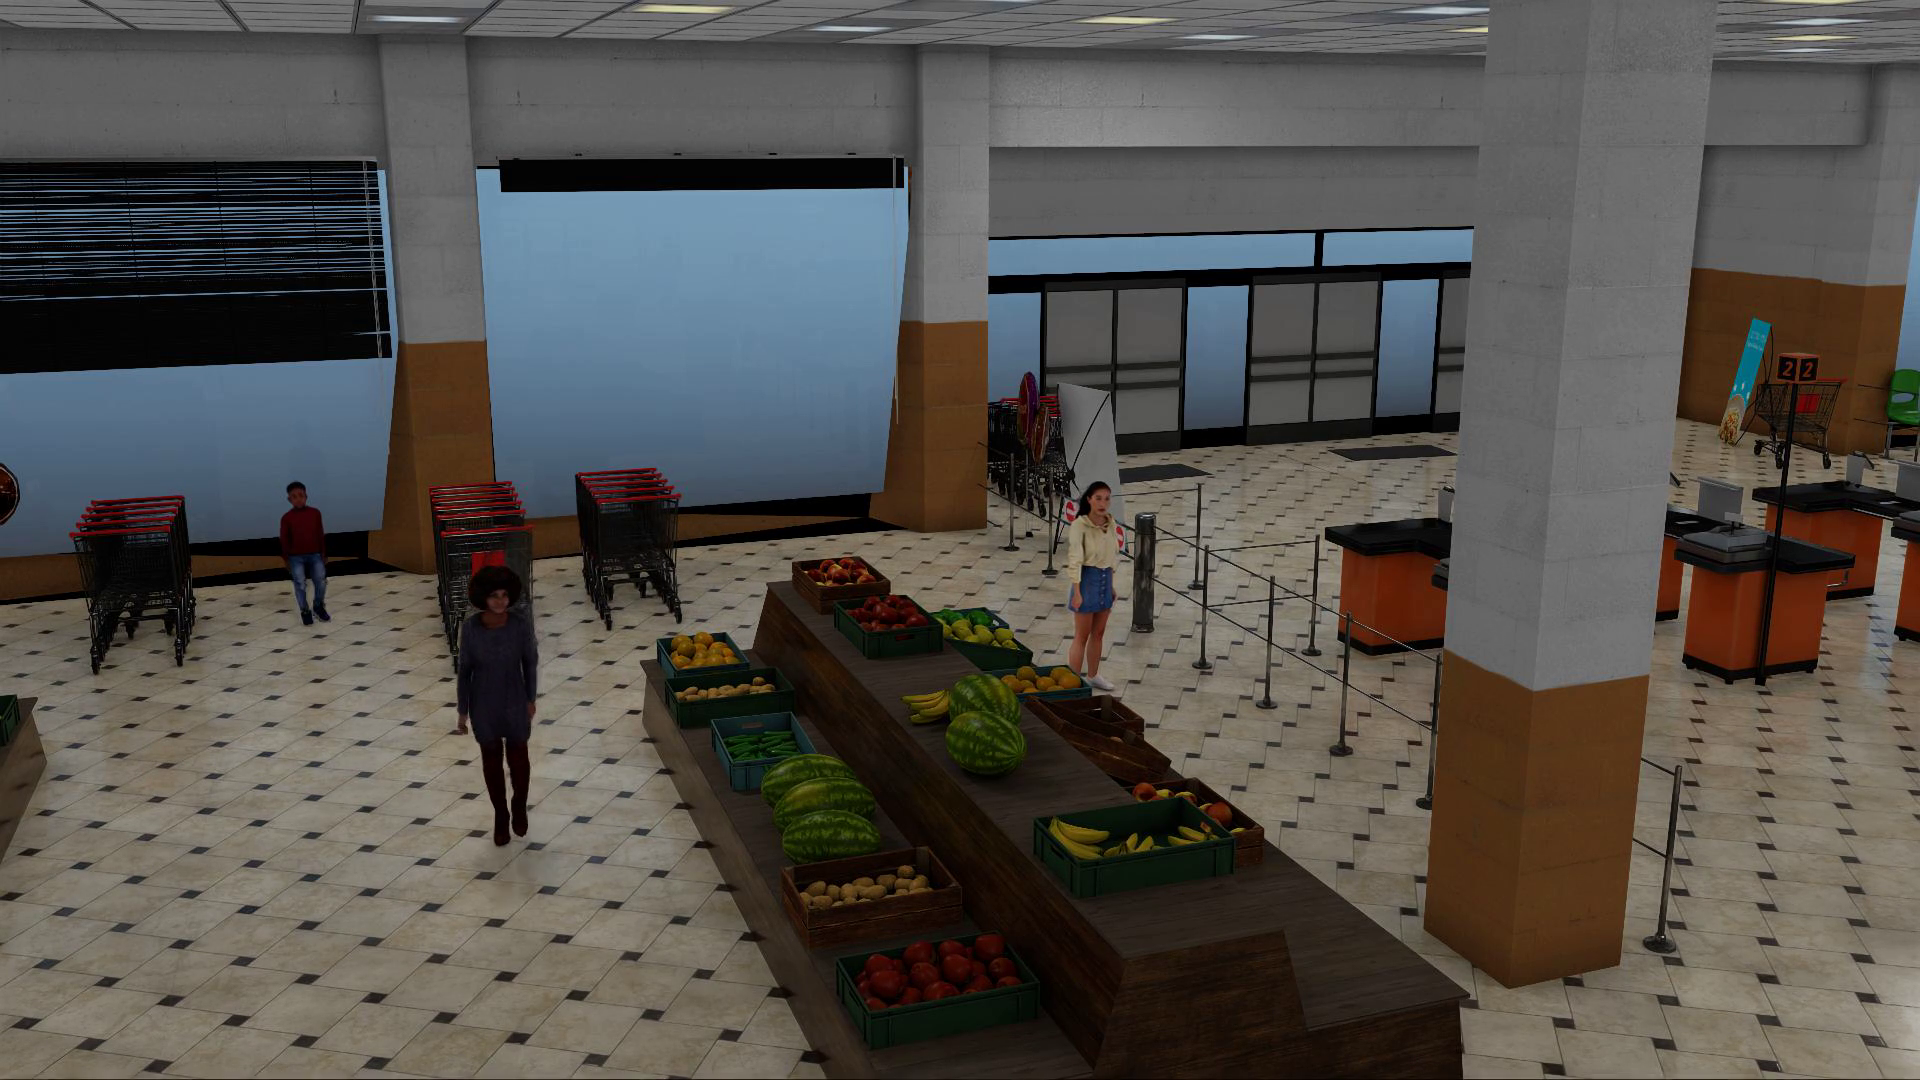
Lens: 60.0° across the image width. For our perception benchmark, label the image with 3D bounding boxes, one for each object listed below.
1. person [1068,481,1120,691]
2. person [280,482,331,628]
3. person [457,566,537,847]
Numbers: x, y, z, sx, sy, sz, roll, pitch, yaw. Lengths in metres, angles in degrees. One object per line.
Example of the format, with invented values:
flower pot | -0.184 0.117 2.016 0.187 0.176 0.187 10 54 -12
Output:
person | 0.997 0.354 12.478 0.707 1.630 0.669 -12 18 -41
person | -5.657 0.104 14.311 0.567 1.251 0.555 -10 17 -35
person | -2.716 0.962 9.822 0.644 1.700 0.640 -2 14 -8
